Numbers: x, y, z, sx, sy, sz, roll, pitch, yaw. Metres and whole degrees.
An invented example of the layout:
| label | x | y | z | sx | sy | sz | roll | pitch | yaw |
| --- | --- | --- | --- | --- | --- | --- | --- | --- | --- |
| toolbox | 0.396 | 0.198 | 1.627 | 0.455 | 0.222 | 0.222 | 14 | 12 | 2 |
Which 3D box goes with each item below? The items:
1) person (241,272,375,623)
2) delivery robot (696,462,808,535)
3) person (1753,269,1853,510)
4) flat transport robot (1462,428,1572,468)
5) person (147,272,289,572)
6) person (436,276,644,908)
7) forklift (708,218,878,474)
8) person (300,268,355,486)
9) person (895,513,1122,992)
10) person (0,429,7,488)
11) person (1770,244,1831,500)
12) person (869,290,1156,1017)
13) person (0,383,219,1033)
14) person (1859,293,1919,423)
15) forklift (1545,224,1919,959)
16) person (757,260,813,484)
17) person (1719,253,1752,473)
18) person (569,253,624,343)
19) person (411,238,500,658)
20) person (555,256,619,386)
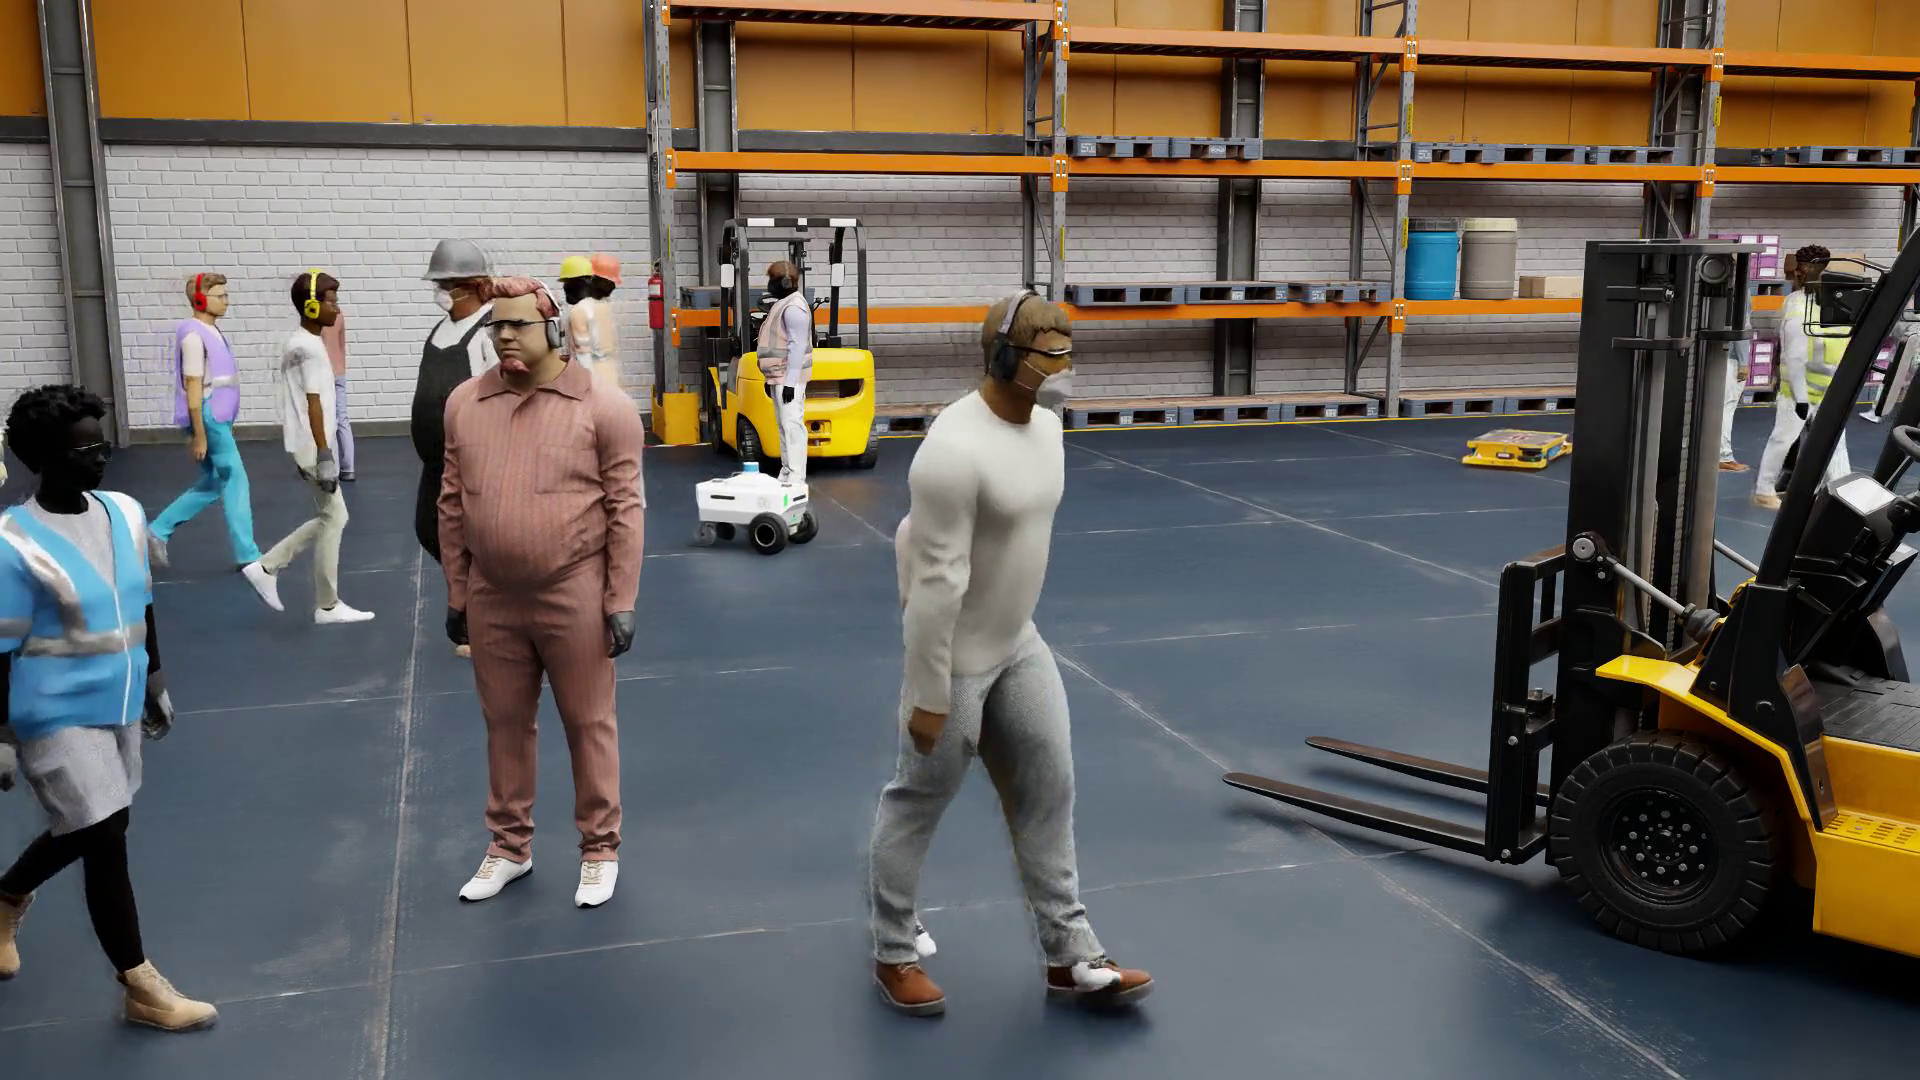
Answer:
| label | x | y | z | sx | sy | sz | roll | pitch | yaw |
| --- | --- | --- | --- | --- | --- | --- | --- | --- | --- |
| person | -3.412 | -0.452 | 8.615 | 0.537 | 1.843 | 0.518 | -5 | 11 | -24 |
| delivery robot | -1.357 | -0.265 | 10.843 | 0.707 | 0.478 | 0.477 | 4 | 11 | 22 |
| person | 6.218 | -1.053 | 12.039 | 0.636 | 1.786 | 0.969 | -5 | 11 | -24 |
| flat transport robot | 5.042 | -0.834 | 14.998 | 0.652 | 0.197 | 1.431 | 6 | 12 | 30 |
| person | -4.543 | -0.689 | 9.962 | 0.801 | 1.823 | 0.571 | -2 | 11 | -12 |
| person | -1.278 | 0.166 | 5.034 | 0.642 | 1.908 | 0.407 | 2 | 10 | 9 |
| forklift | -1.522 | -1.778 | 14.899 | 1.214 | 2.155 | 2.313 | -3 | 11 | -17 |
| person | -5.199 | -1.320 | 13.565 | 0.325 | 1.767 | 0.533 | 2 | 11 | 12 |
| person | 0.048 | 0.432 | 4.462 | 0.495 | 1.578 | 0.871 | -8 | 13 | -36 |
| person | -4.352 | -0.187 | 7.208 | 0.592 | 1.825 | 0.403 | 9 | 14 | 40 |
| person | 6.498 | -1.280 | 12.792 | 0.361 | 1.964 | 0.613 | -3 | 11 | -17 |
| person | 0.114 | 0.323 | 4.246 | 0.812 | 1.892 | 0.654 | 6 | 12 | 31 |
| person | -2.313 | 0.426 | 4.247 | 0.763 | 1.670 | 0.535 | 2 | 11 | 12 |
| person | 10.194 | -2.082 | 17.927 | 0.853 | 1.687 | 0.498 | -1 | 10 | -3 |
| forklift | 2.909 | 0.117 | 4.508 | 2.313 | 2.155 | 1.214 | 9 | 14 | 40 |
| person | -1.365 | -1.249 | 12.968 | 0.429 | 1.844 | 0.627 | -3 | 11 | -15 |
| person | 6.616 | -1.553 | 14.368 | 0.372 | 1.940 | 0.632 | -1 | 10 | -7 |
| person | -2.751 | -1.216 | 12.614 | 0.490 | 1.901 | 0.589 | 2 | 11 | 13 |
| person | -2.361 | -0.445 | 8.010 | 0.685 | 2.000 | 0.540 | 9 | 13 | 39 |
| person | -2.821 | -1.137 | 12.248 | 0.991 | 1.871 | 0.590 | 2 | 11 | 11 |
